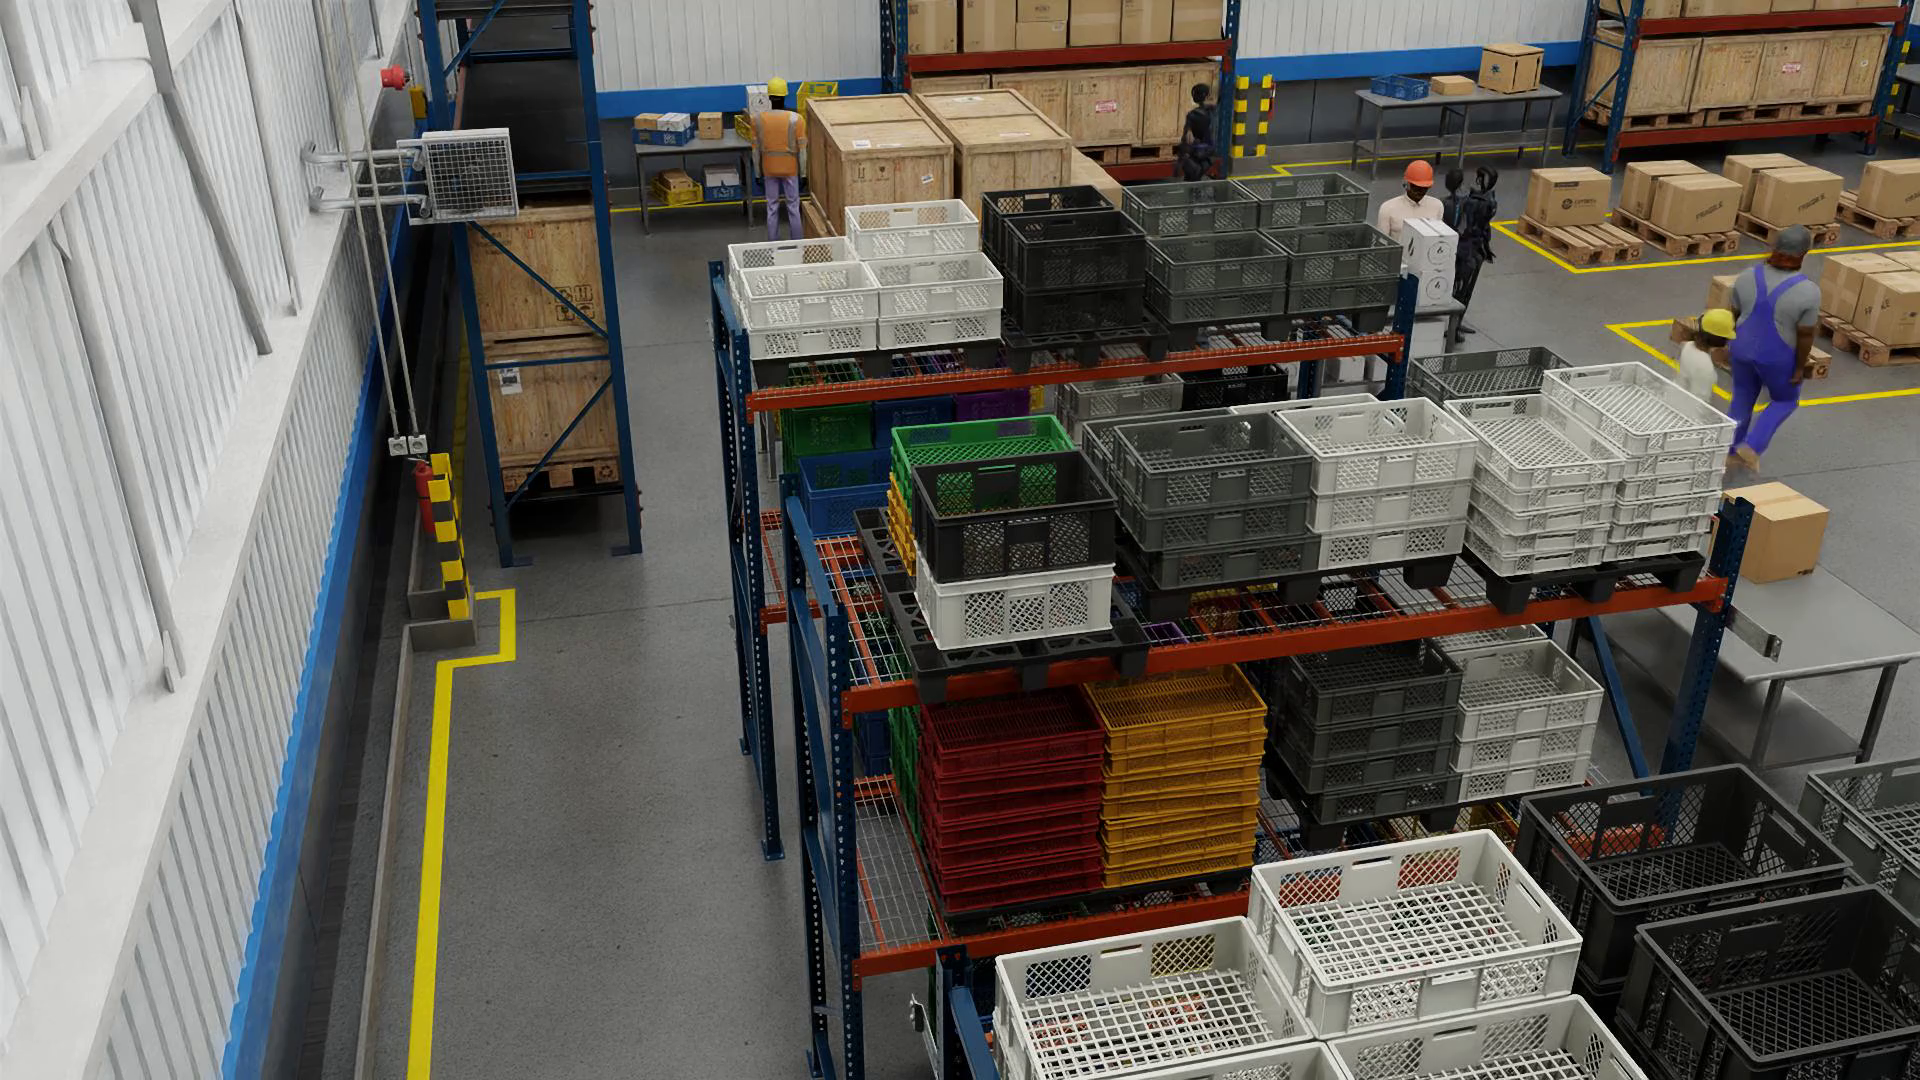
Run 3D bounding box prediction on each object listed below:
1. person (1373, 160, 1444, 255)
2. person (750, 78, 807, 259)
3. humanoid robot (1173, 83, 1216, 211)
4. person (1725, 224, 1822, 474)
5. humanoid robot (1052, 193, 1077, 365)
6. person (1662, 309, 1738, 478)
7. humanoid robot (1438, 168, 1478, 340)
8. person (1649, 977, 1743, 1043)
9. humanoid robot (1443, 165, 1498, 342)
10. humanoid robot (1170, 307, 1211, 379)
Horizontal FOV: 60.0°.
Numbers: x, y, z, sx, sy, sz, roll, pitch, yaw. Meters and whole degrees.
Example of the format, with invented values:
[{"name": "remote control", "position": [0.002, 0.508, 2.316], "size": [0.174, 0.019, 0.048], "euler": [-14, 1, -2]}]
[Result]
[{"name": "person", "position": [3.948, -2.389, 14.743], "size": [0.615, 1.986, 0.405], "euler": [-5, 28, -9]}, {"name": "person", "position": [-1.922, -3.958, 17.778], "size": [0.587, 1.927, 0.384], "euler": [1, 28, 3]}, {"name": "humanoid robot", "position": [2.662, -4.312, 18.716], "size": [0.357, 1.651, 0.639], "euler": [23, 36, 37]}, {"name": "person", "position": [6.308, -1.480, 12.956], "size": [0.569, 2.000, 0.692], "euler": [-19, 33, -32]}, {"name": "humanoid robot", "position": [0.981, -2.359, 14.997], "size": [0.321, 1.657, 0.598], "euler": [23, 35, 36]}, {"name": "person", "position": [5.252, -0.889, 12.158], "size": [0.495, 1.743, 0.616], "euler": [2, 28, 4]}, {"name": "humanoid robot", "position": [4.568, -2.652, 15.580], "size": [0.586, 1.653, 0.467], "euler": [-2, 28, -5]}, {"name": "person", "position": [2.645, 2.239, 6.066], "size": [0.583, 1.882, 0.337], "euler": [18, 33, 30]}, {"name": "humanoid robot", "position": [4.843, -2.715, 15.673], "size": [0.316, 1.656, 0.611], "euler": [19, 33, 32]}, {"name": "humanoid robot", "position": [1.720, -1.014, 12.459], "size": [0.348, 1.652, 0.575], "euler": [-11, 30, -21]}]
